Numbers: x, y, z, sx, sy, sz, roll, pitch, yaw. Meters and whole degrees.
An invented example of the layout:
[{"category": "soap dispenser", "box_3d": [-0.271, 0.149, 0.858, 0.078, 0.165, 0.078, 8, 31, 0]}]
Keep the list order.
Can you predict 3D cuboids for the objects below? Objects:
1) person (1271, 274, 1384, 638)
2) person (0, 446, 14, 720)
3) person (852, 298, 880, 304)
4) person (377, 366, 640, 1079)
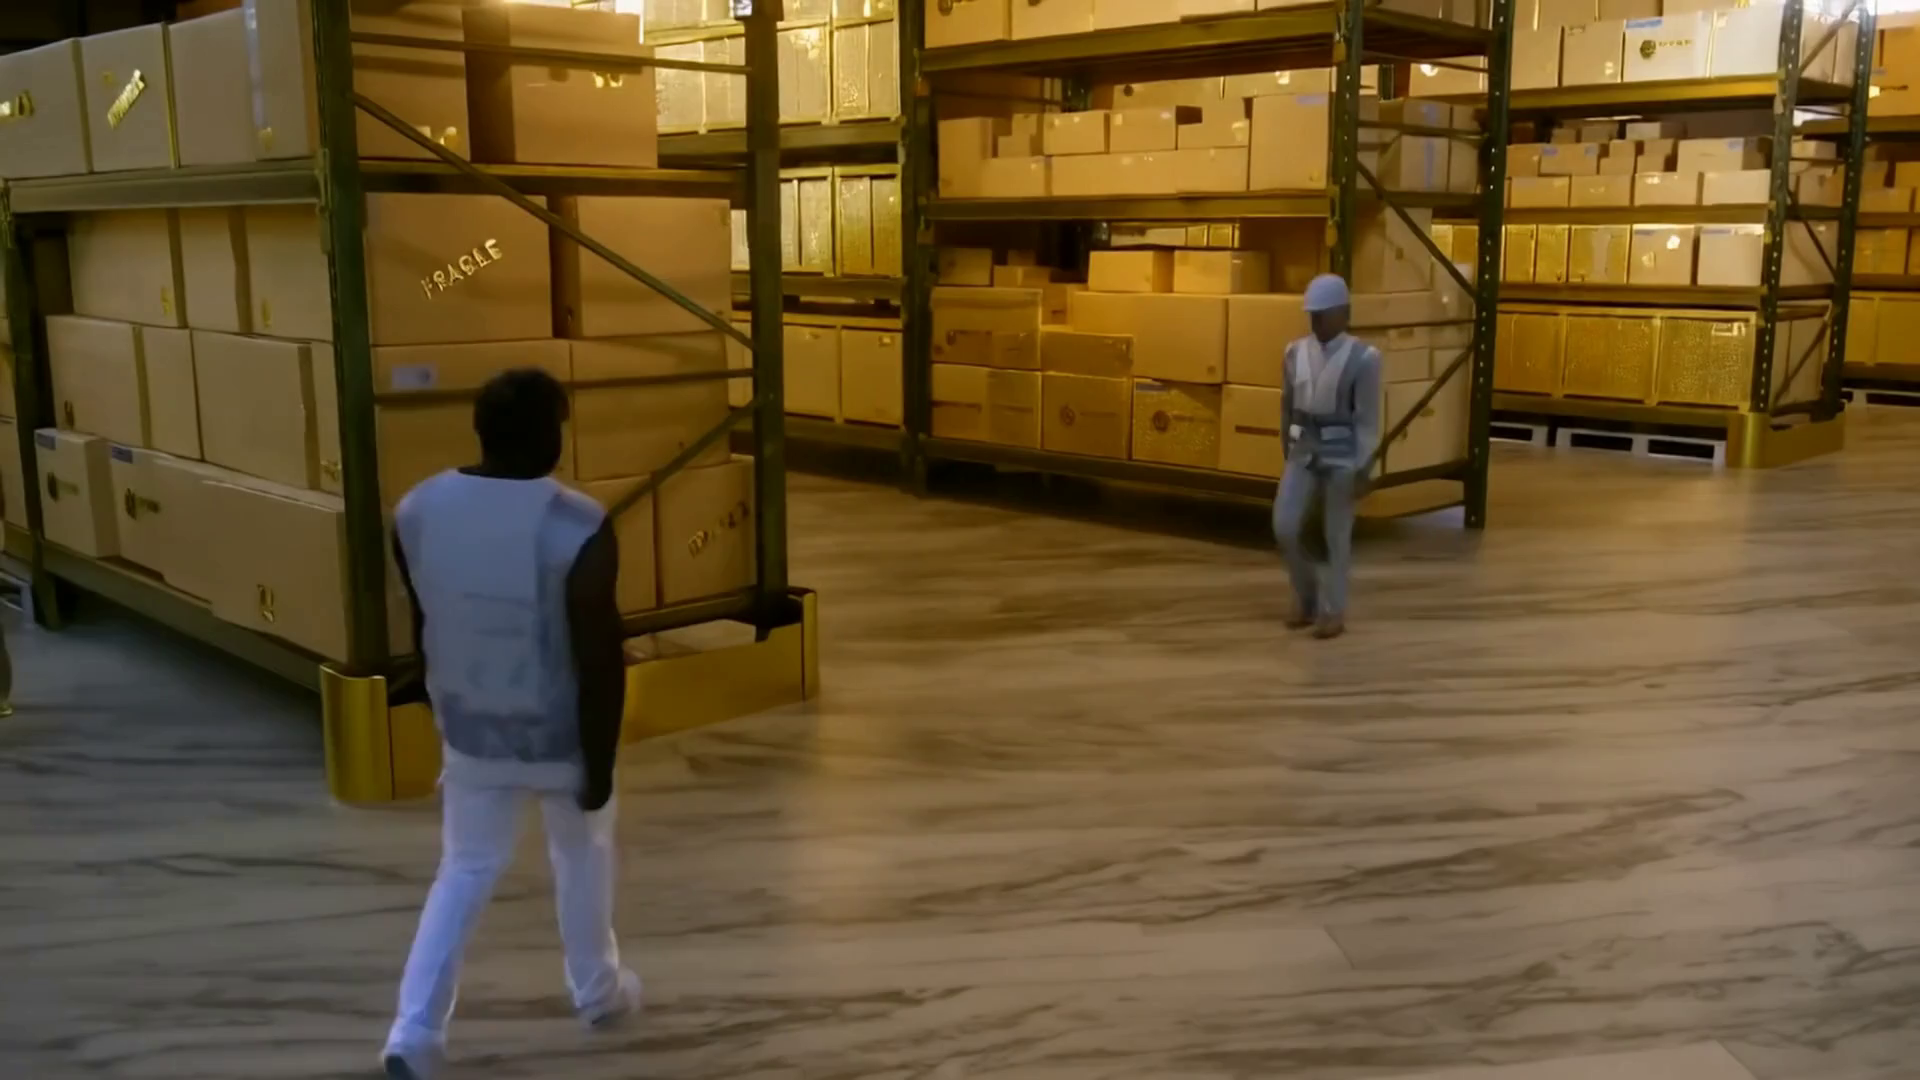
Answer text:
[{"category": "person", "box_3d": [1.926, -0.430, 8.804, 0.608, 1.933, 0.450, 9, 14, 40]}, {"category": "person", "box_3d": [-4.412, -0.056, 7.200, 0.525, 1.769, 0.308, -9, 14, -42]}, {"category": "person", "box_3d": [-1.149, -2.289, 19.786, 0.510, 1.610, 0.794, -9, 14, -40]}, {"category": "person", "box_3d": [-1.122, 0.475, 4.163, 0.621, 1.820, 0.841, 3, 11, 14]}]
